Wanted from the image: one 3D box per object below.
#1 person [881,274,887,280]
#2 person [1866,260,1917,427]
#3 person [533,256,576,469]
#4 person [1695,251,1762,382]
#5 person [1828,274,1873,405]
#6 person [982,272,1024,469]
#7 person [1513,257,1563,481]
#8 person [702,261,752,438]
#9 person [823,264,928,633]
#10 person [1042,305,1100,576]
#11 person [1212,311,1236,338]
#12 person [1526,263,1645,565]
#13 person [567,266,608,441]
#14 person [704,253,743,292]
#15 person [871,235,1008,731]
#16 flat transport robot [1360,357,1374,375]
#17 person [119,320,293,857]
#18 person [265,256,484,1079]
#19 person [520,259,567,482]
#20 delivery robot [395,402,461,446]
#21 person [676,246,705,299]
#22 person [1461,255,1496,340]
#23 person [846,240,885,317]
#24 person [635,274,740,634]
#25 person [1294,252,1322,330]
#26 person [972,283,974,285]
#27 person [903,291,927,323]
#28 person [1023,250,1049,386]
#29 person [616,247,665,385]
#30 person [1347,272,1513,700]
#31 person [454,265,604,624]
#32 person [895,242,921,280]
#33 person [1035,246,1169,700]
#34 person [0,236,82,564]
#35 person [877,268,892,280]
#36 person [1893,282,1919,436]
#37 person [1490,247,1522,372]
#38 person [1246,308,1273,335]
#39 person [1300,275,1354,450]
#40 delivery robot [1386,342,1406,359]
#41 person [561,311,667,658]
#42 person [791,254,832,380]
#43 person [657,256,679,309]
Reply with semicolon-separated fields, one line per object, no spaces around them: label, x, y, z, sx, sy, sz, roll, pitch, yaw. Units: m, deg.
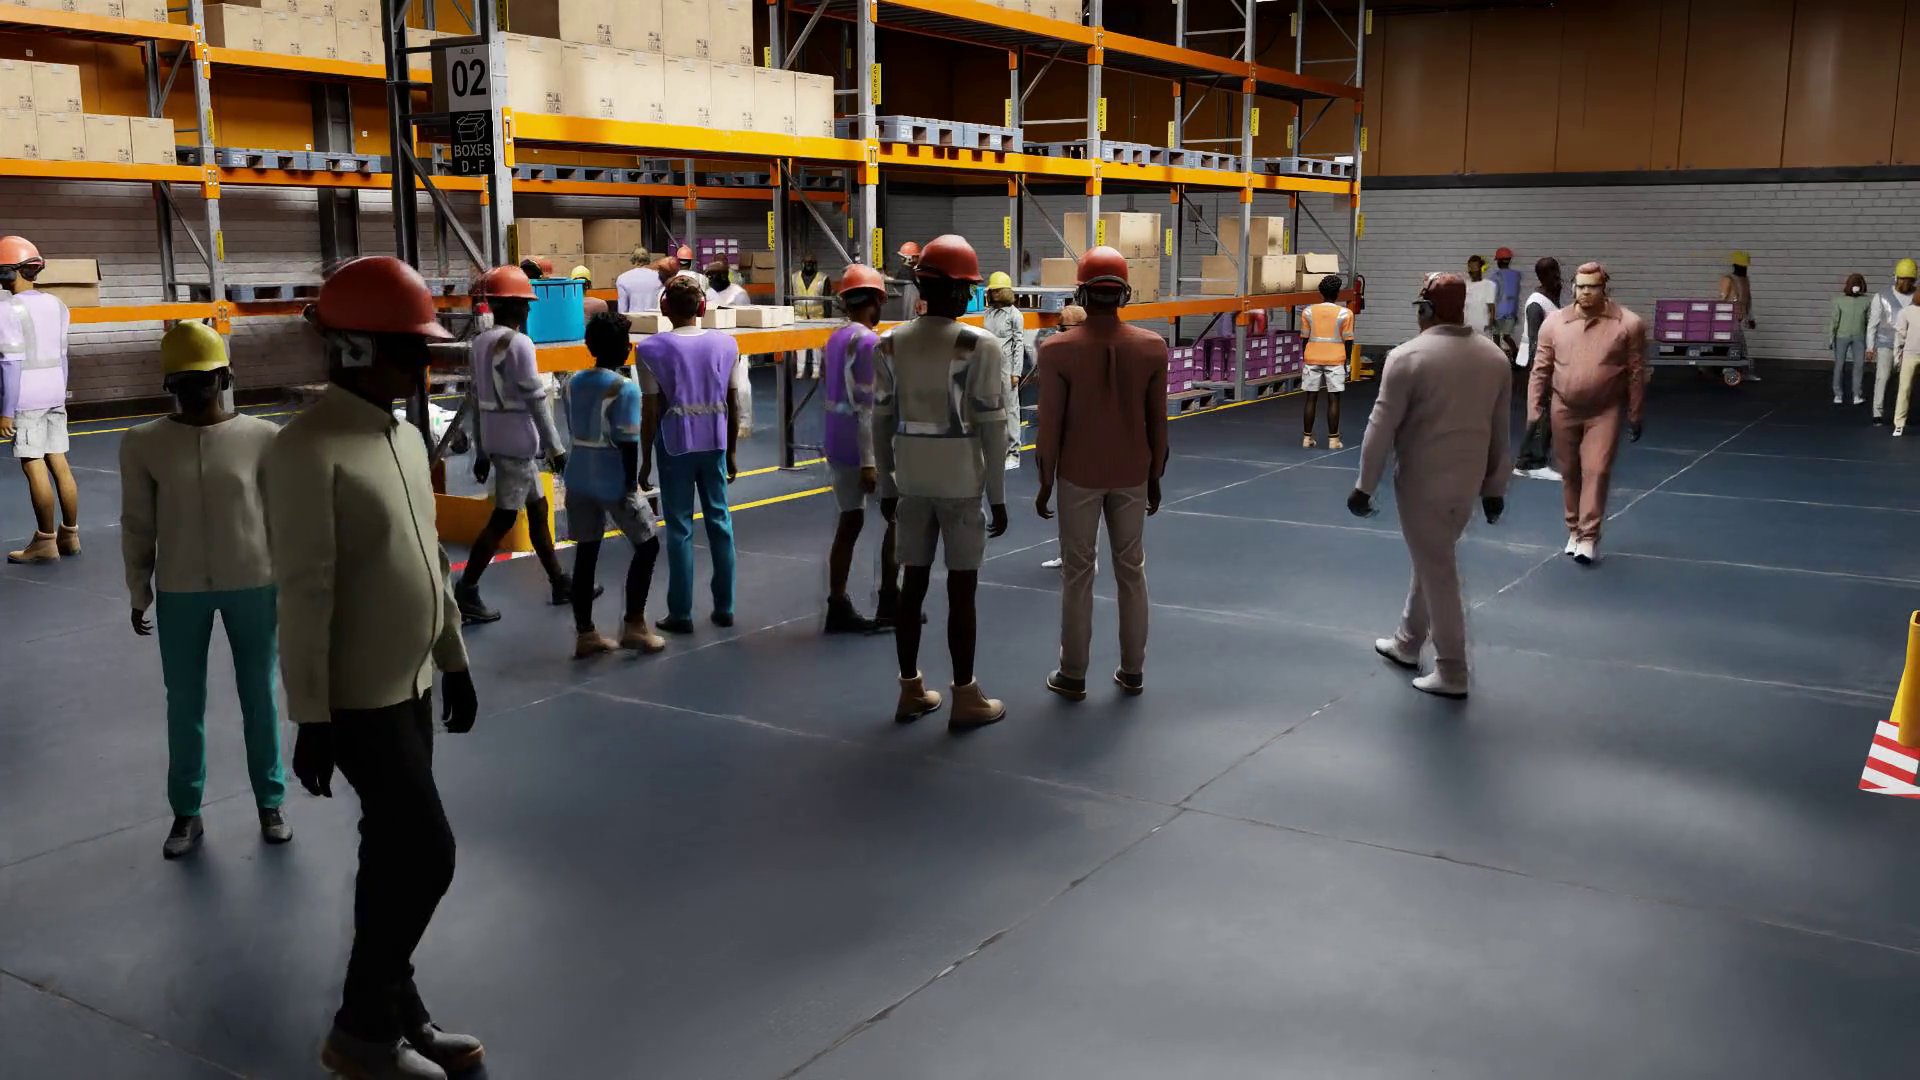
person;-0.937;-2.202;18.942;0.310;1.642;0.514;-4;11;-22
person;10.165;-2.110;18.023;0.619;1.801;0.486;2;10;12
person;-3.776;-1.620;15.070;0.548;1.891;0.985;-5;11;-27
person;11.127;-3.229;24.016;0.618;1.867;0.971;-9;14;-41
person;10.947;-2.448;20.409;0.521;1.602;0.770;3;11;17
person;0.344;-1.497;14.754;0.300;1.742;0.493;-10;14;-43
person;4.939;-1.440;14.128;0.415;1.900;0.622;5;12;27
person;-2.428;-1.906;16.848;0.642;1.797;0.823;6;12;31
person;-0.429;-0.461;8.593;0.689;1.893;0.594;-5;11;-27
person;0.693;-0.594;10.046;0.280;1.634;0.498;-3;11;-16
person;4.318;-3.725;26.722;0.510;1.888;0.797;-2;10;-11
person;3.894;-0.785;10.443;0.675;1.865;0.918;6;12;31
person;-3.781;-1.861;16.706;0.533;1.767;0.326;-4;11;-22
person;-3.480;-3.299;24.482;0.619;1.839;0.430;-3;11;-14
person;-0.062;-0.235;6.930;0.614;2.040;0.391;6;12;30
flat transport robot;5.884;-2.647;25.204;0.652;0.197;1.431;2;10;9
person;-2.461;0.162;5.494;0.533;1.767;0.322;-4;11;-22
person;-1.326;0.337;3.909;0.469;1.981;0.652;1;10;3
person;-3.507;-1.366;13.687;0.531;1.865;0.310;-2;10;-11
delivery robot;-5.052;-1.115;15.668;0.707;0.478;0.477;6;12;28
person;-3.687;-2.974;22.396;0.551;1.936;0.357;-1;10;-7
person;6.358;-2.594;20.593;0.541;1.823;0.942;9;14;41
person;-1.496;-3.588;25.510;0.689;2.000;0.535;6;12;30
person;-1.388;-0.435;8.577;0.564;1.847;0.396;-6;12;-32
person;5.401;-3.534;25.799;0.592;1.828;0.404;1;10;7
person;0.033;-2.966;22.652;0.403;1.827;0.597;-7;13;-35
person;-0.272;-1.216;13.501;0.514;1.633;0.312;0;10;1
person;0.996;-3.062;23.007;0.566;1.897;0.635;-5;11;-27
person;-3.921;-2.650;20.595;0.627;1.941;0.370;-3;11;-15
person;2.077;-0.266;7.555;0.657;1.868;0.897;-5;11;-27
person;-2.388;-0.513;8.915;0.959;1.897;0.554;-7;13;-35
person;-0.671;-2.898;21.814;0.391;1.995;0.613;-2;10;-11
person;0.620;-0.287;7.346;0.611;1.995;0.380;-3;11;-15
person;-5.838;-0.871;10.451;0.373;2.044;0.606;1;10;4
person;-1.160;-3.081;23.315;0.508;1.830;0.393;5;11;25
person;9.869;-1.859;17.092;0.505;1.626;0.283;4;11;22
person;8.186;-3.423;24.924;0.556;1.921;0.589;-3;11;-17
person;4.657;-3.562;26.175;0.546;1.760;0.343;4;11;23
person;3.547;-1.716;16.115;0.530;1.689;0.322;5;11;27
delivery robot;6.394;-2.624;24.028;0.477;0.478;0.707;0;10;2
person;-1.677;-0.266;8.088;0.550;1.682;0.514;7;12;35
person;-2.189;-3.220;24.097;0.654;1.809;0.797;1;10;5
person;-2.804;-1.954;16.968;0.389;1.869;0.745;6;12;30
